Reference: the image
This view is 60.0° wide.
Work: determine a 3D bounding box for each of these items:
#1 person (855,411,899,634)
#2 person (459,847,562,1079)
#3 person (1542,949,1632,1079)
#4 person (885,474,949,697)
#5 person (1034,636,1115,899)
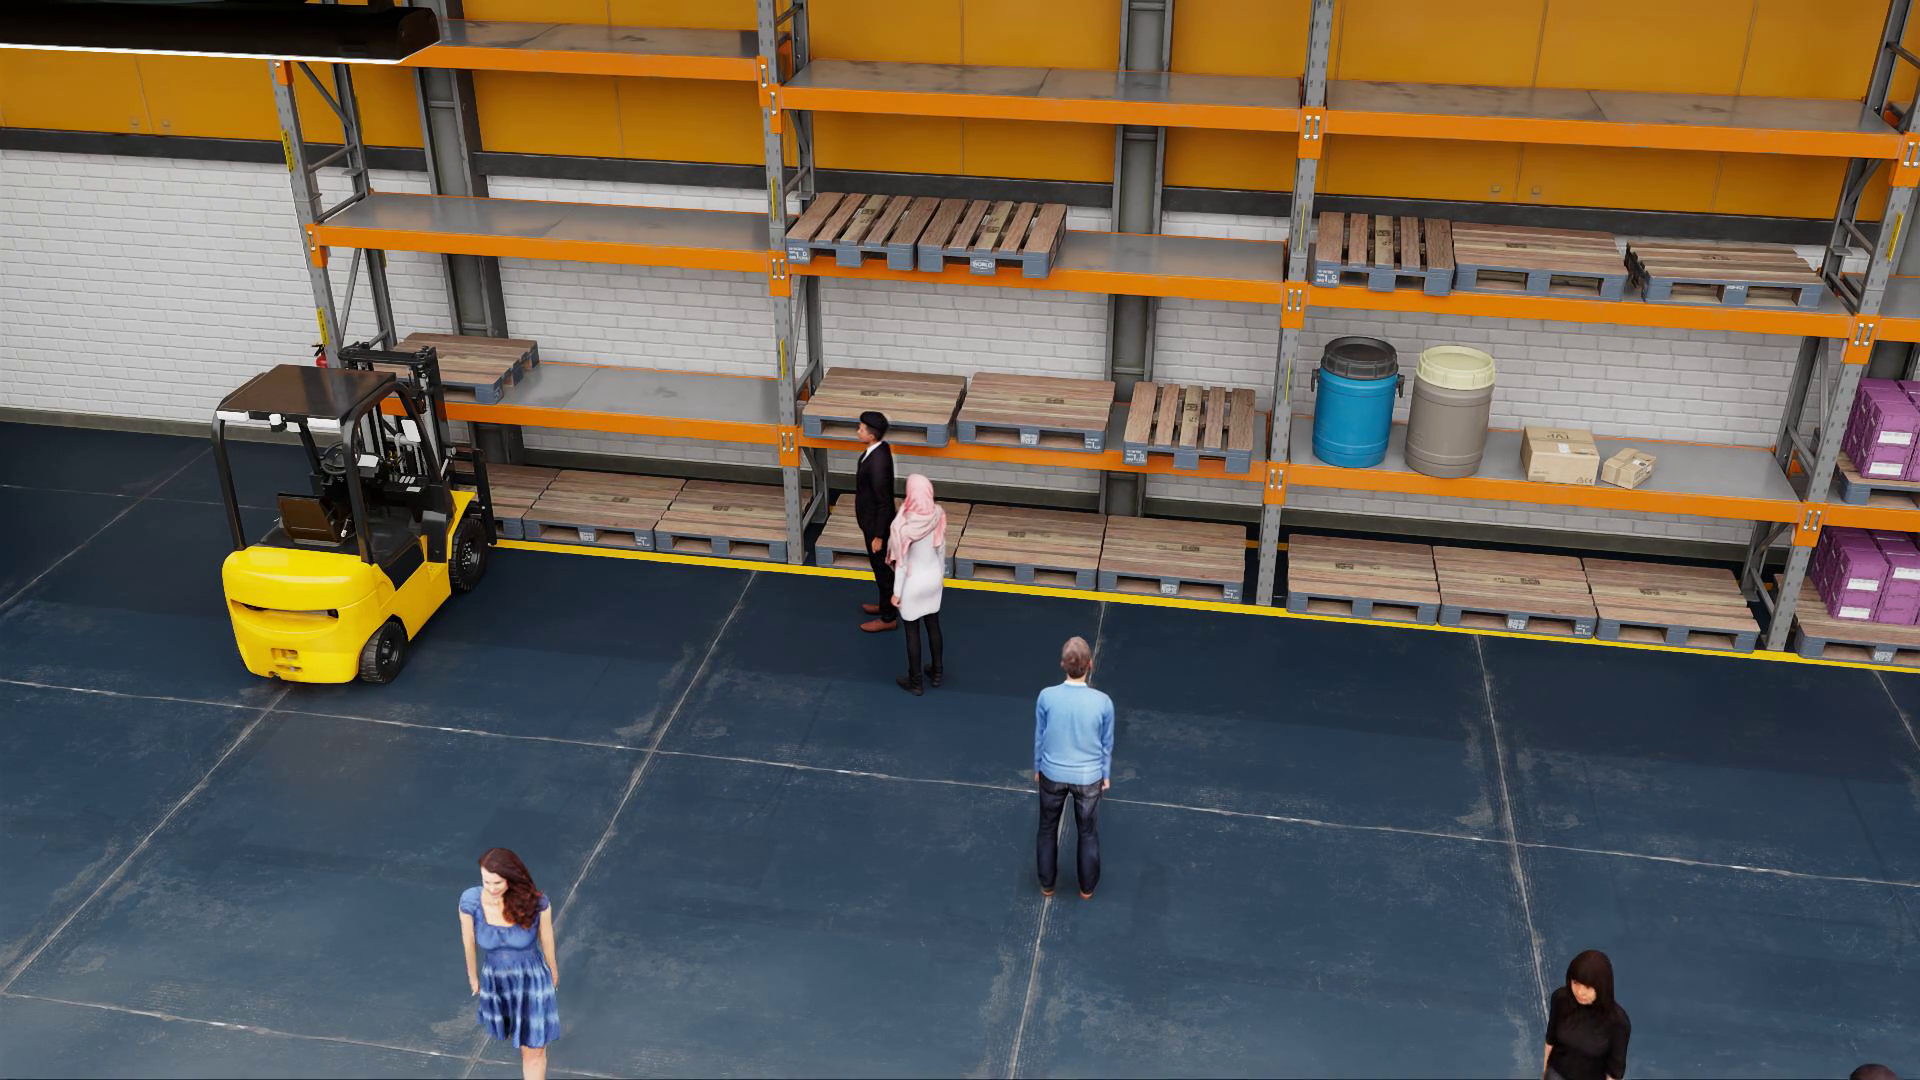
[{"bbox_3d":[-0.633,-0.154,13.082,0.626,1.881,0.745,-1,29,-2],"label":"person"},{"bbox_3d":[-2.300,2.301,8.683,1.037,1.784,0.823,0,29,-1],"label":"person"},{"bbox_3d":[3.097,2.641,8.245,1.050,1.607,0.901,17,33,28],"label":"person"},{"bbox_3d":[-0.295,0.324,12.288,0.736,1.803,0.796,-18,34,-30],"label":"person"},{"bbox_3d":[0.688,1.418,10.273,0.484,1.813,0.693,4,29,8],"label":"person"}]
